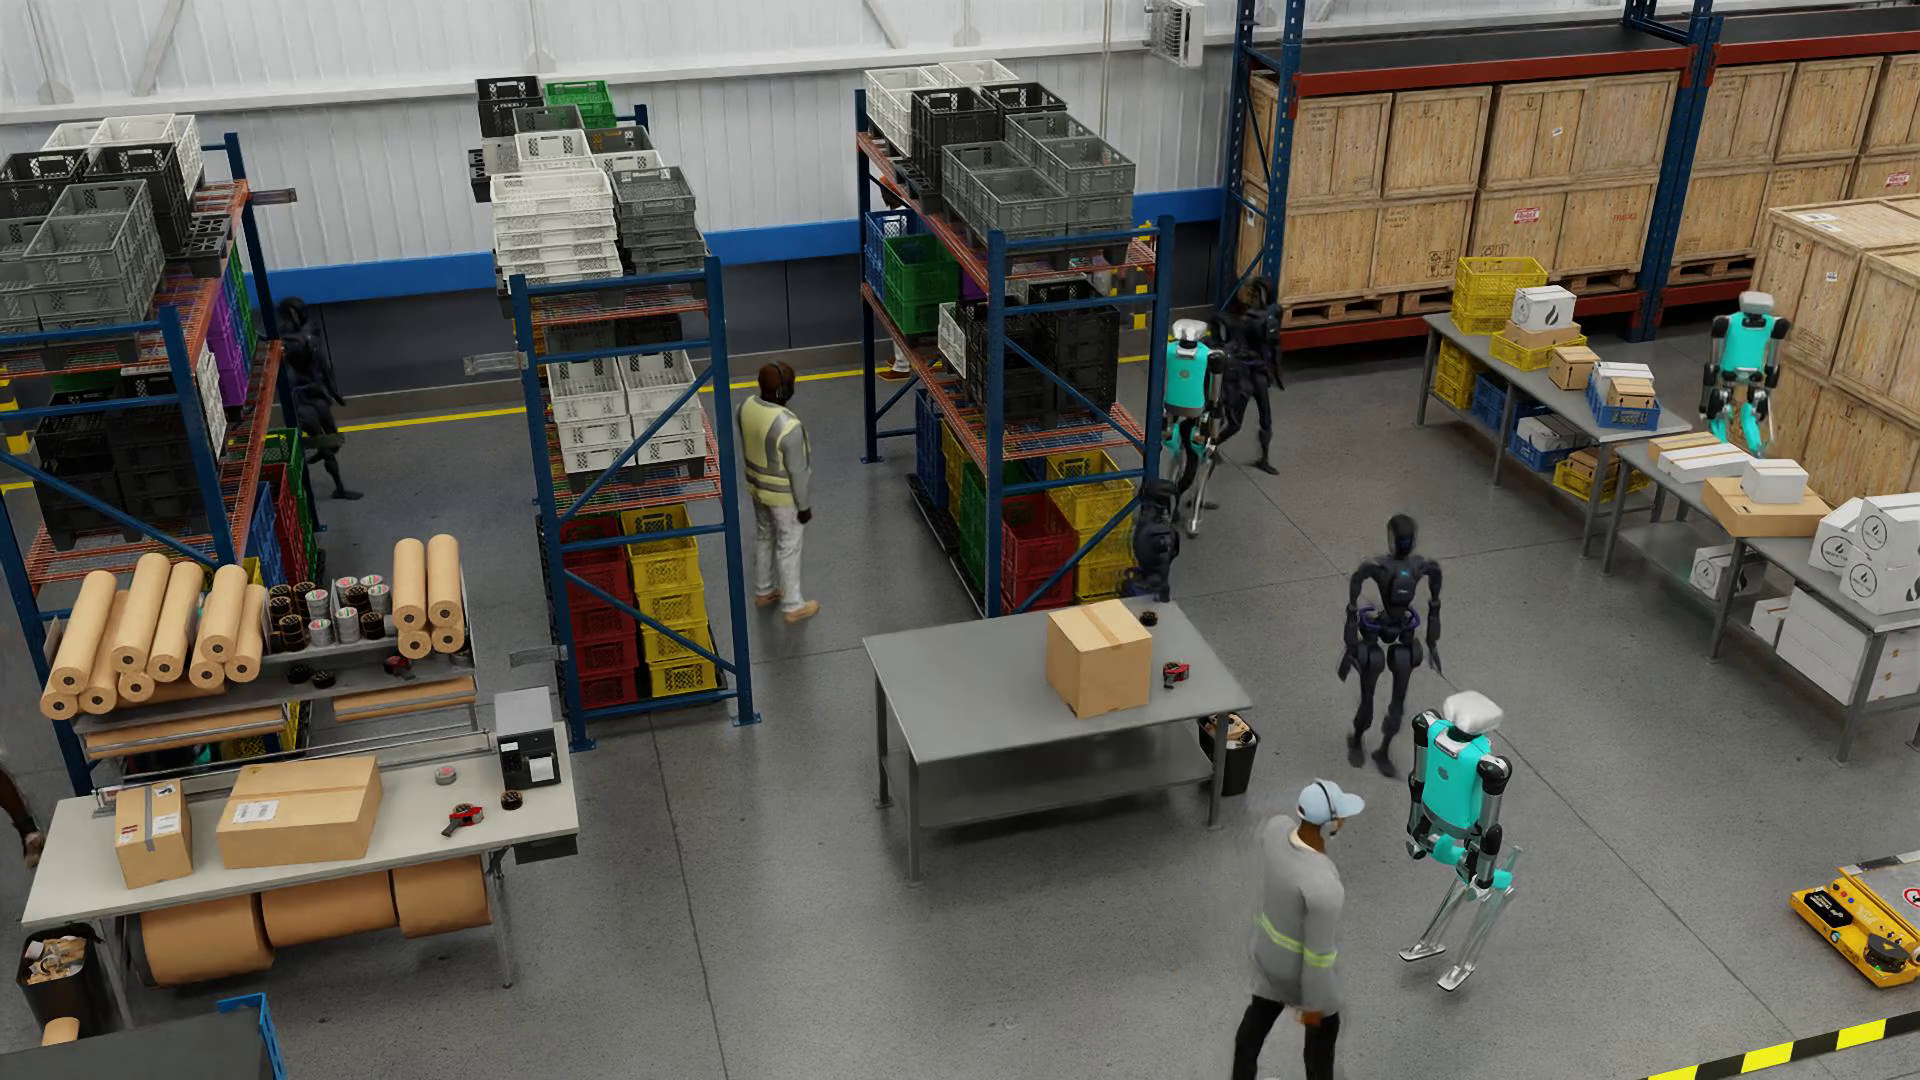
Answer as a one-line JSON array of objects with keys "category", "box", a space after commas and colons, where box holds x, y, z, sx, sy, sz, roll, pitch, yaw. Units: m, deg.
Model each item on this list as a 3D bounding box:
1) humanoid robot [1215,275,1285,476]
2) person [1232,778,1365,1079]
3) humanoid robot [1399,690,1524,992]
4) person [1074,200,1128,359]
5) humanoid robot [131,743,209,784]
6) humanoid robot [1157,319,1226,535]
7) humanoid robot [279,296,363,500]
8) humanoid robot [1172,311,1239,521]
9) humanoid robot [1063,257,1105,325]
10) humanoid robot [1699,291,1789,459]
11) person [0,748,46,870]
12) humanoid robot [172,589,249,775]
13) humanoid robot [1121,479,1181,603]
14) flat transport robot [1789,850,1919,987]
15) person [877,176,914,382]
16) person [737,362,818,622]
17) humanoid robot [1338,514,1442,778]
[{"category": "humanoid robot", "box": [2.288, -1.306, 13.115, 0.585, 1.645, 0.637, -24, 37, -36]}, {"category": "person", "box": [1.515, 1.796, 7.262, 0.488, 1.843, 0.605, -9, 30, -16]}, {"category": "humanoid robot", "box": [2.483, 1.395, 7.963, 0.735, 1.673, 0.533, -17, 33, -28]}, {"category": "person", "box": [1.172, -2.417, 14.788, 0.622, 1.988, 0.740, -4, 29, -8]}, {"category": "humanoid robot", "box": [-4.090, 1.097, 8.728, 0.518, 1.657, 0.599, 1, 29, 1]}, {"category": "humanoid robot", "box": [1.670, -0.875, 12.143, 0.530, 1.704, 0.737, 9, 30, 16]}, {"category": "humanoid robot", "box": [-4.964, -1.087, 12.696, 0.614, 1.626, 0.613, 6, 29, 11]}, {"category": "humanoid robot", "box": [1.809, -0.933, 12.403, 0.399, 1.647, 0.593, 23, 36, 36]}, {"category": "humanoid robot", "box": [1.112, -2.365, 14.796, 0.735, 1.681, 0.533, -23, 36, -35]}, {"category": "humanoid robot", "box": [5.784, -0.943, 12.340, 0.549, 1.741, 0.959, 3, 29, 6]}, {"category": "person", "box": [-5.324, 0.937, 8.735, 0.807, 1.929, 0.599, 19, 34, 31]}, {"category": "humanoid robot", "box": [-4.190, 0.982, 8.902, 1.054, 1.777, 0.531, 11, 31, 19]}, {"category": "humanoid robot", "box": [1.144, 0.388, 9.988, 0.436, 1.647, 0.608, -4, 29, -8]}, {"category": "flat transport robot", "box": [5.163, 1.916, 8.676, 1.431, 0.231, 0.659, -8, 30, -14]}, {"category": "person", "box": [-0.553, -2.320, 14.702, 0.356, 1.887, 0.571, 8, 30, 14]}, {"category": "person", "box": [-1.202, -0.328, 11.140, 0.431, 1.835, 0.617, -23, 36, -36]}, {"category": "humanoid robot", "box": [2.499, 0.605, 9.601, 0.596, 1.649, 0.337, -2, 29, -4]}]
